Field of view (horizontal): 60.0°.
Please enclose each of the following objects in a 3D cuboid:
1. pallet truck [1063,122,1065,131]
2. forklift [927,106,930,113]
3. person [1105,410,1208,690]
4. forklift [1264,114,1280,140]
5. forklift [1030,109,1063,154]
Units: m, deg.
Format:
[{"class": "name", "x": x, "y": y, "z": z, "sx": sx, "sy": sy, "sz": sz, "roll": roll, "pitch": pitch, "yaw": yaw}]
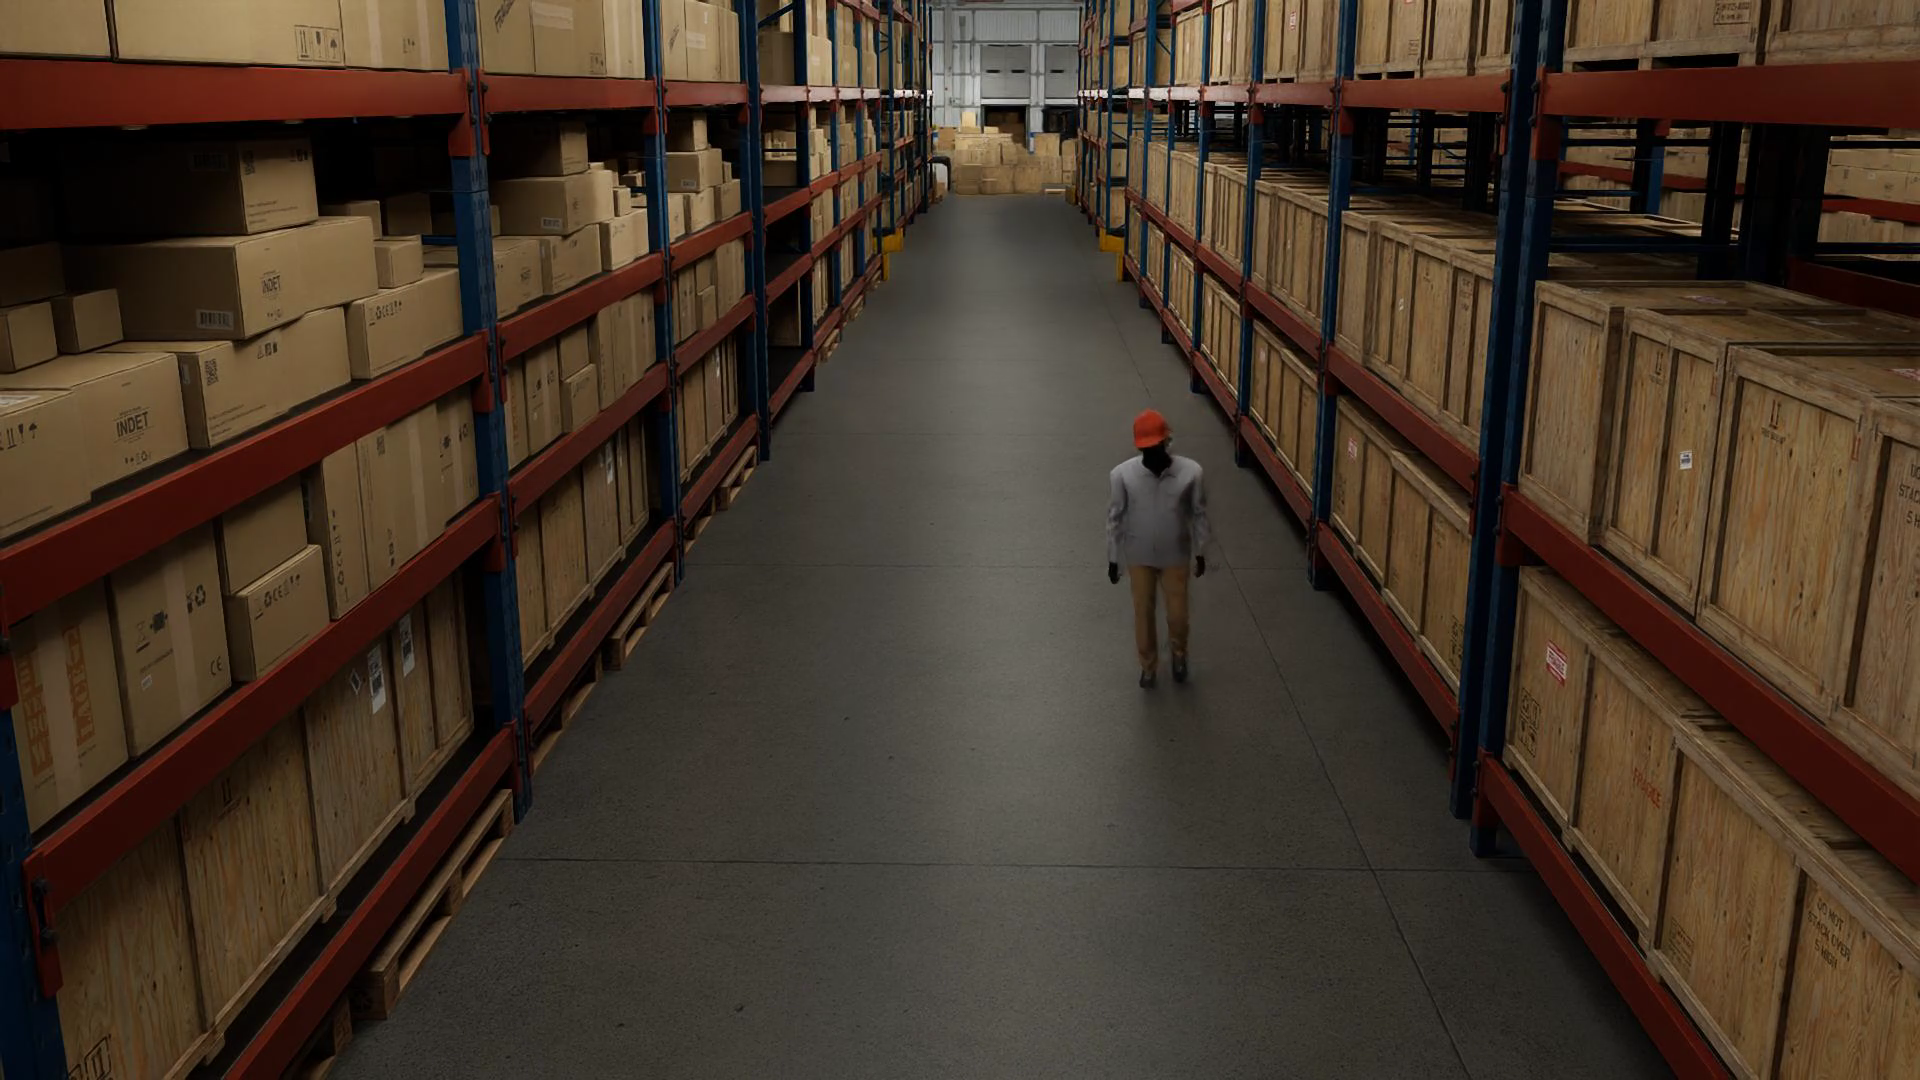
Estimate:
[{"class": "pallet truck", "x": 5.788, "y": -21.111, "z": 88.014, "sx": 1.885, "sy": 1.965, "sz": 0.823, "roll": 5, "pitch": 16, "yaw": 18}, {"class": "forklift", "x": -2.001, "y": -20.667, "z": 84.687, "sx": 1.129, "sy": 2.768, "sz": 1.873, "roll": 0, "pitch": 15, "yaw": 2}, {"class": "person", "x": 1.144, "y": 0.069, "z": 9.723, "sx": 0.591, "sy": 1.718, "sz": 0.506, "roll": 2, "pitch": 15, "yaw": 8}, {"class": "forklift", "x": 11.031, "y": -14.037, "z": 60.017, "sx": 1.129, "sy": 2.768, "sz": 1.873, "roll": 0, "pitch": 15, "yaw": 2}, {"class": "forklift", "x": 3.875, "y": -16.728, "z": 70.032, "sx": 1.129, "sy": 2.768, "sz": 1.873, "roll": -11, "pitch": 19, "yaw": -36}]
